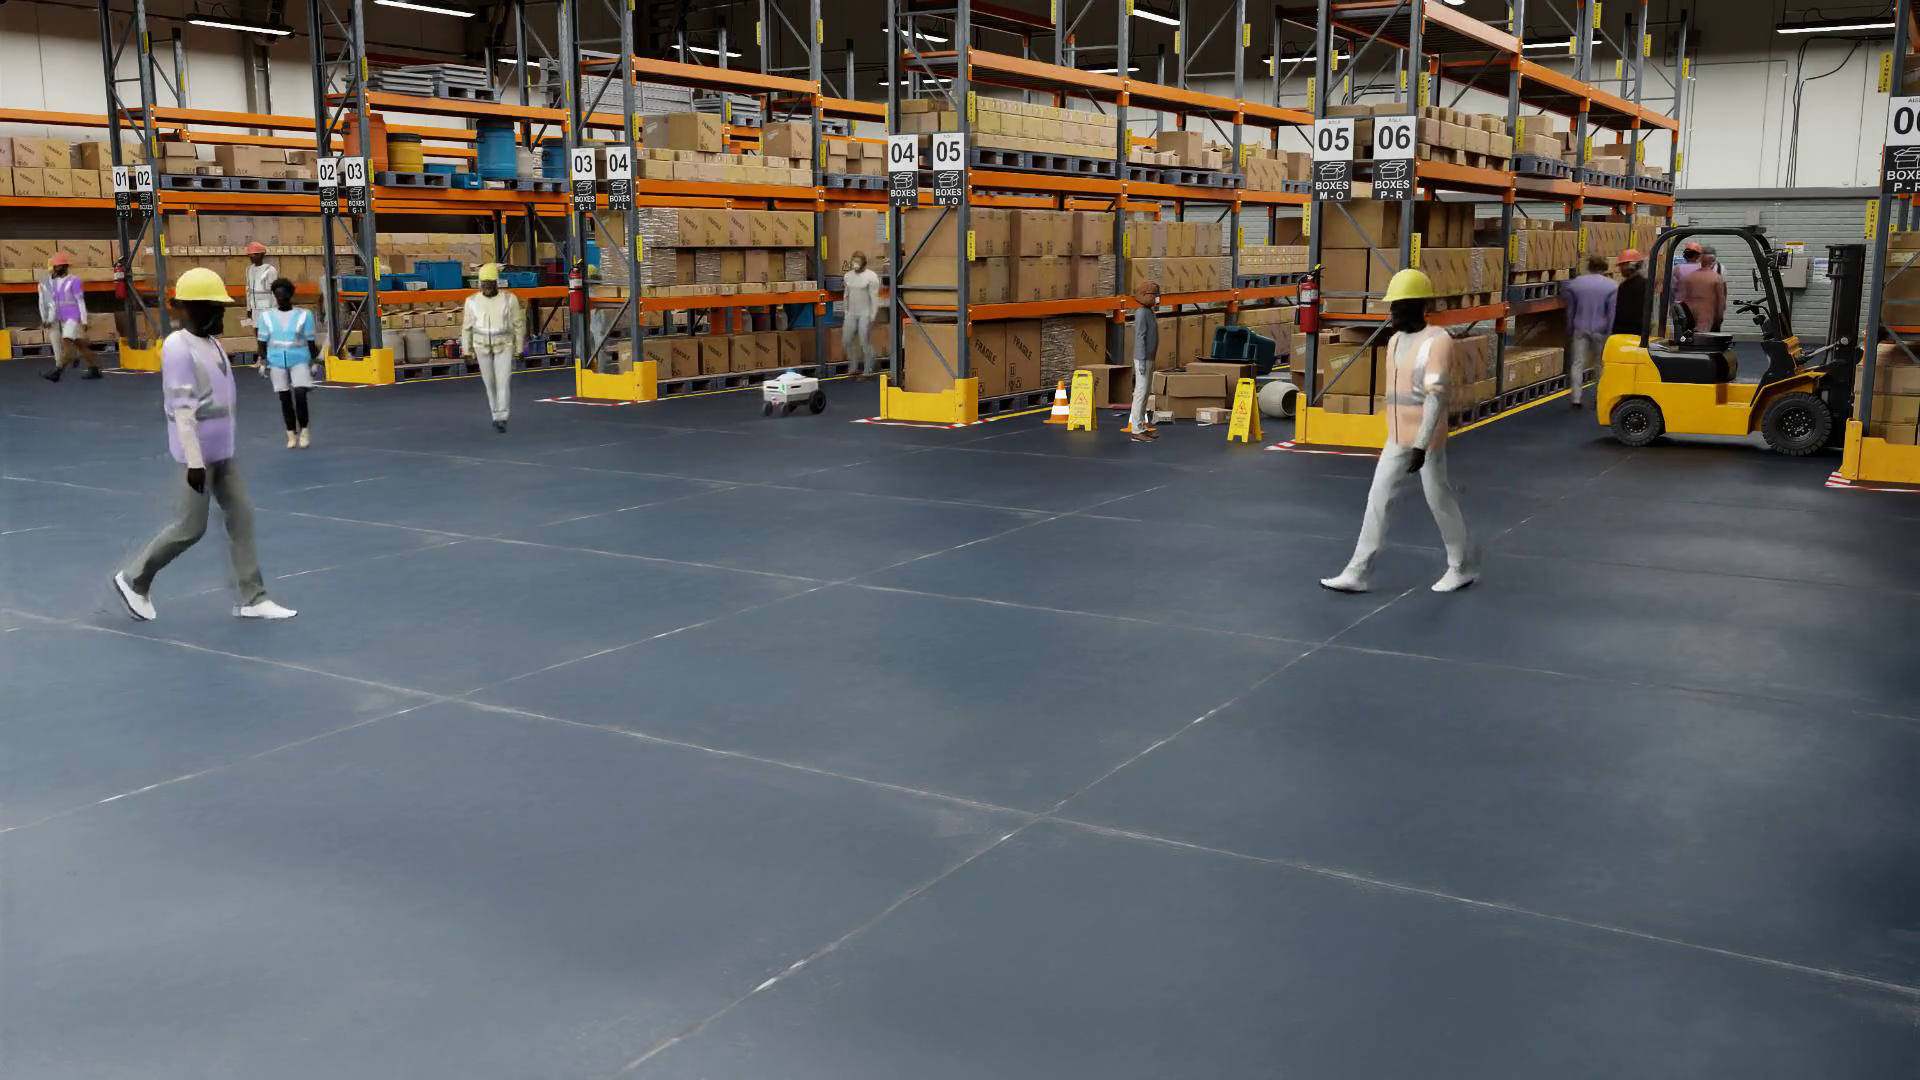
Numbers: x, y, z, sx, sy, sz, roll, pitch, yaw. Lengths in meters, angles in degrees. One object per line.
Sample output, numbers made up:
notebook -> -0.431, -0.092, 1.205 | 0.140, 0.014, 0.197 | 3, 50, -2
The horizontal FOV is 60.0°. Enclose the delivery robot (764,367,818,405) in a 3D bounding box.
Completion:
delivery robot -> -1.997, -1.801, 19.674 | 0.477, 0.478, 0.707 | 6, 12, 32

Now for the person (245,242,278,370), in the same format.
person -> -11.196, -3.740, 26.629 | 0.613, 2.041, 0.393 | 4, 11, 23

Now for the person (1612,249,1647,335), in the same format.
person -> 7.835, -2.390, 19.343 | 0.663, 1.949, 0.680 | -3, 10, -14

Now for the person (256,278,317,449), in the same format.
person -> -6.593, -1.713, 16.282 | 0.547, 1.671, 0.557 | -2, 10, -11

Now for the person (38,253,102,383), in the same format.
person -> -13.110, -3.258, 24.391 | 0.568, 1.878, 1.014 | 6, 12, 31

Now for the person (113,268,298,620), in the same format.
person -> -4.076, -0.492, 8.859 | 0.866, 1.903, 0.593 | 0, 10, 1

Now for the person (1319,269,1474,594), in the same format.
person -> 2.595, -0.604, 9.542 | 0.981, 1.878, 0.608 | -4, 11, -22

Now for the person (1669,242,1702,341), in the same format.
person -> 11.952, -3.851, 27.285 | 0.605, 2.033, 0.392 | 6, 12, 31

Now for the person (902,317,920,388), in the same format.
person -> -0.712, -2.933, 23.072 | 0.317, 1.698, 0.540 | -8, 13, -37

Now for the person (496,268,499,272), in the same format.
person -> -8.023, -3.929, 28.900 | 0.522, 1.613, 0.719 | 7, 12, 33

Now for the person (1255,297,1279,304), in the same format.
person -> 5.837, -4.565, 31.921 | 0.593, 1.796, 0.935 | 8, 13, 39

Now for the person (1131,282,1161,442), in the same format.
person -> 1.917, -1.832, 17.088 | 0.265, 1.632, 0.508 | 3, 11, 19

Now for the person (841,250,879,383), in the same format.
person -> -1.482, -3.219, 24.066 | 0.655, 1.915, 0.630 | 7, 12, 32

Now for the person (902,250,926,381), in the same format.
person -> -0.586, -3.164, 23.741 | 0.795, 1.934, 0.670 | 2, 10, 12

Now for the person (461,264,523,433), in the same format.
person -> -5.028, -2.040, 17.809 | 0.625, 1.786, 0.900 | -1, 10, -4

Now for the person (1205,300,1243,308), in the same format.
person -> 4.681, -4.162, 29.694 | 0.650, 1.791, 0.946 | 6, 12, 30

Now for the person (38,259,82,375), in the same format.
person -> -13.947, -3.474, 25.810 | 0.593, 1.816, 0.554 | -3, 11, -17

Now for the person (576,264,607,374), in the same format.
person -> -5.107, -2.943, 23.027 | 0.513, 1.723, 0.484 | 5, 11, 28

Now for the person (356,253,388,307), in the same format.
person -> -11.869, -4.915, 33.495 | 0.638, 1.938, 1.025 | 8, 13, 39

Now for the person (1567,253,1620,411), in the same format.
person -> 7.713, -2.529, 20.271 | 0.651, 1.891, 1.008 | 7, 12, 33

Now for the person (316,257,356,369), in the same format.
person -> -10.173, -3.696, 27.023 | 0.541, 1.826, 0.991 | 5, 11, 27

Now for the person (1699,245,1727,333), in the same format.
person -> 13.279, -4.264, 29.574 | 0.716, 2.000, 0.858 | 3, 10, 14

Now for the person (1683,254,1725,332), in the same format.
person -> 11.818, -3.628, 26.523 | 0.961, 1.866, 0.633 | -6, 12, -30
